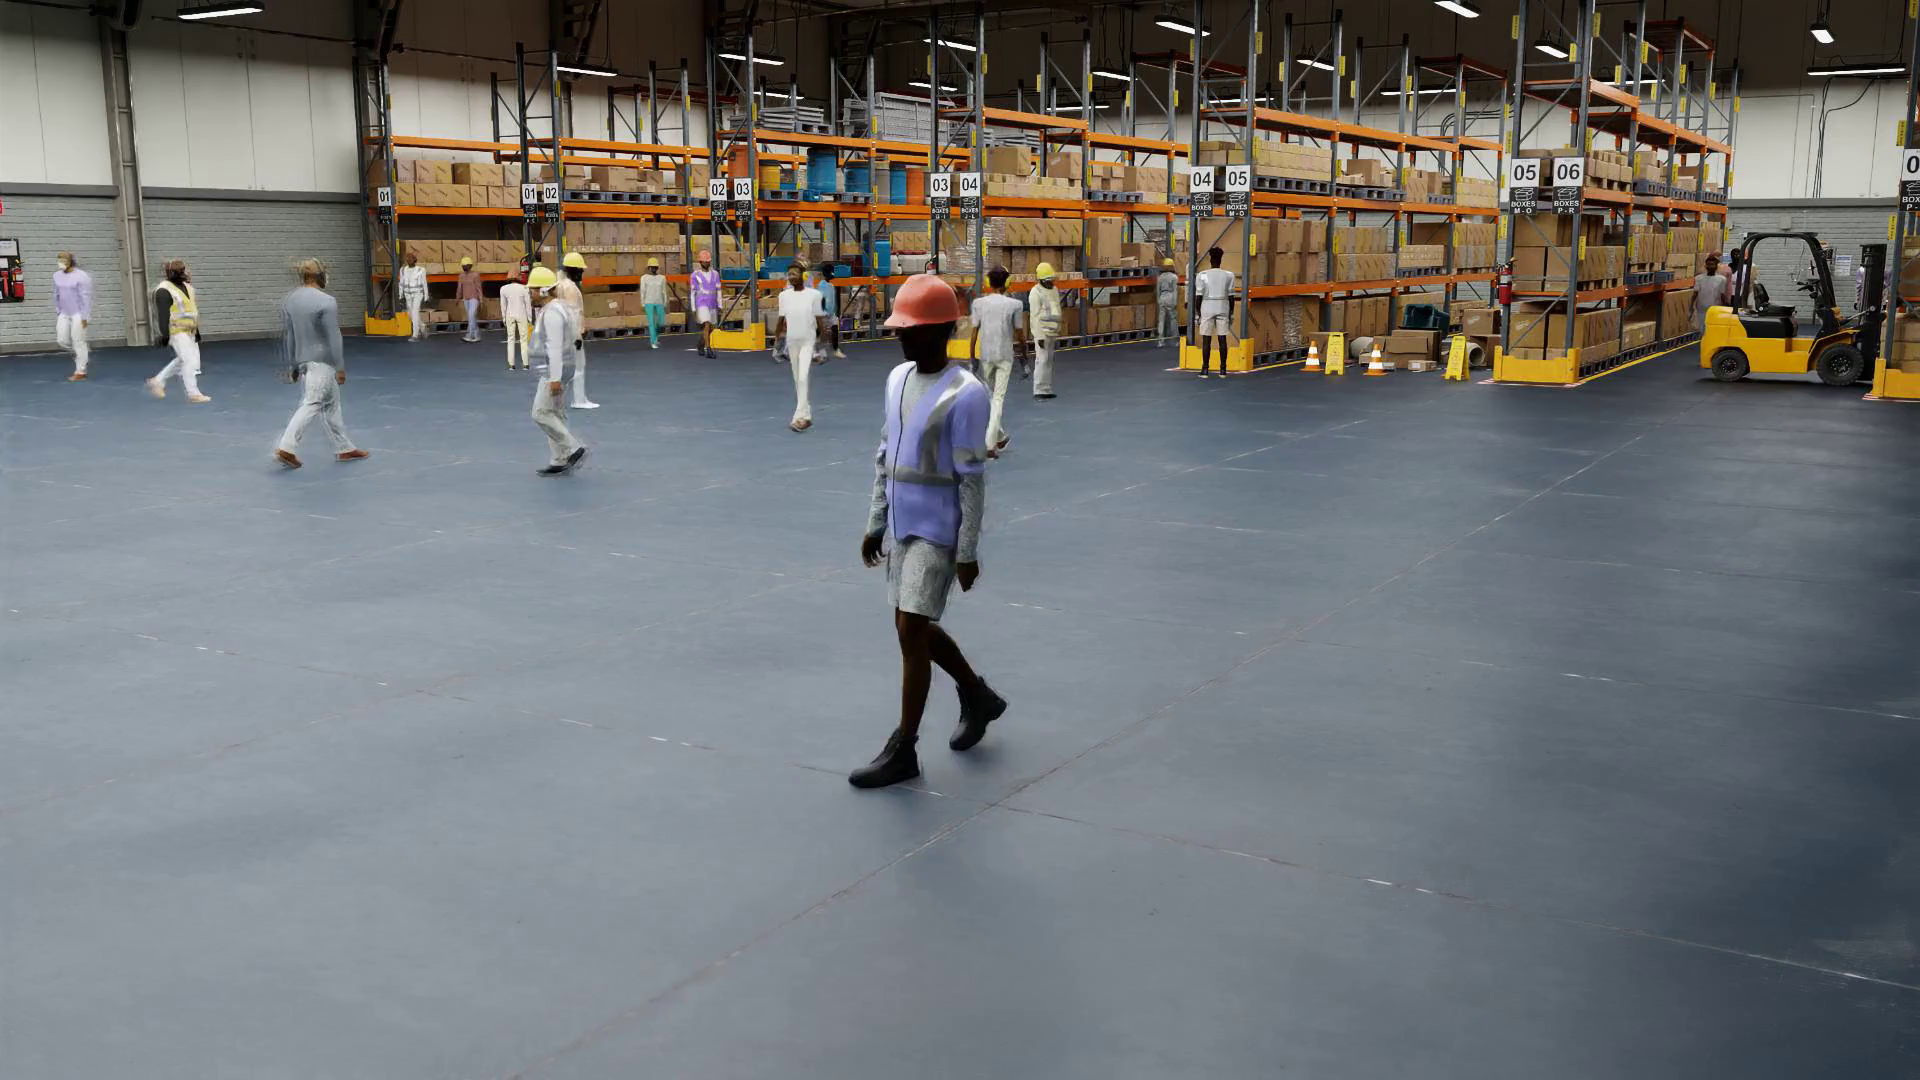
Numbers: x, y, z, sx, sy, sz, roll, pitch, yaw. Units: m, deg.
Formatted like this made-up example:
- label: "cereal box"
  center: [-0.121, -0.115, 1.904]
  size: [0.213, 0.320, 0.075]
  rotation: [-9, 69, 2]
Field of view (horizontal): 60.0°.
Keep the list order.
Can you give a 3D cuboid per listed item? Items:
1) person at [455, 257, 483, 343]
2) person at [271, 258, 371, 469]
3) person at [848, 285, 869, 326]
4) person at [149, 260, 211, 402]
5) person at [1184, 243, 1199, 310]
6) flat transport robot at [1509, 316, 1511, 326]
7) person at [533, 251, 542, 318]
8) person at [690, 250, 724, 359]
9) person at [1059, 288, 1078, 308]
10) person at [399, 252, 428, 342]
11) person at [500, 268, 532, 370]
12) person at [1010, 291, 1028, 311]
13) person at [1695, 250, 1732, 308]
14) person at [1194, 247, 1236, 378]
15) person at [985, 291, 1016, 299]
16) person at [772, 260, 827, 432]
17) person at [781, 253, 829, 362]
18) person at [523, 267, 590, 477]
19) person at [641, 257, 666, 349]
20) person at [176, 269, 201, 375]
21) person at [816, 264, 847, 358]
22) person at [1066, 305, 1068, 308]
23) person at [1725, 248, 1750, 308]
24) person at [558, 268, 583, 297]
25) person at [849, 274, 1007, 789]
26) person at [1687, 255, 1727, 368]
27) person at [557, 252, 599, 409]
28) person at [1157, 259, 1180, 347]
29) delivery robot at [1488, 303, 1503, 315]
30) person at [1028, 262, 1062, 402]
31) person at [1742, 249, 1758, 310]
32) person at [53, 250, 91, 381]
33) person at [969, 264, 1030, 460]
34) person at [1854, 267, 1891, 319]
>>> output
- label: "person"
  center: [-10.043, -4.879, 33.894]
  size: [0.546, 1.726, 0.864]
  rotation: [4, 11, 22]
- label: "person"
  center: [-5.868, -1.607, 15.093]
  size: [0.638, 1.898, 1.009]
  rotation: [8, 13, 37]
- label: "person"
  center: [-2.242, -5.578, 38.099]
  size: [0.540, 1.611, 0.714]
  rotation: [6, 12, 32]
- label: "person"
  center: [-10.029, -2.664, 21.236]
  size: [0.796, 1.821, 0.618]
  rotation: [1, 10, 3]
- label: "person"
  center: [4.361, -4.385, 30.288]
  size: [0.610, 2.037, 0.396]
  rotation: [7, 12, 33]
- label: "flat transport robot"
  center: [13.637, -5.354, 40.636]
  size: [0.652, 0.197, 1.431]
  rotation: [1, 10, 6]
- label: "person"
  center: [-9.389, -5.558, 37.376]
  size: [0.627, 1.847, 0.429]
  rotation: [1, 10, 7]
- label: "person"
  center: [-4.528, -4.181, 29.499]
  size: [0.546, 1.908, 0.881]
  rotation: [-7, 12, -35]
- label: "person"
  center: [2.321, -5.356, 35.682]
  size: [0.397, 2.044, 0.609]
  rotation: [-9, 14, -41]
- label: "person"
  center: [-11.267, -5.036, 34.434]
  size: [0.576, 1.858, 0.768]
  rotation: [3, 11, 17]
- label: "person"
  center: [-7.101, -3.539, 26.660]
  size: [0.497, 1.632, 0.289]
  rotation: [1, 10, 3]
- label: "person"
  center: [1.216, -5.134, 35.655]
  size: [0.514, 1.611, 0.732]
  rotation: [10, 14, 44]
- label: "person"
  center: [14.533, -4.639, 32.085]
  size: [0.670, 1.888, 0.477]
  rotation: [7, 12, 33]
- label: "person"
  center: [3.837, -3.422, 25.062]
  size: [0.613, 1.965, 0.361]
  rotation: [-1, 10, -3]
- label: "person"
  center: [0.790, -4.791, 32.843]
  size: [0.628, 1.933, 0.361]
  rotation: [0, 10, 3]
- label: "person"
  center: [-1.767, -2.064, 17.843]
  size: [0.547, 1.830, 0.914]
  rotation: [4, 11, 20]
- label: "person"
  center: [-2.701, -3.976, 28.499]
  size: [1.013, 1.863, 0.655]
  rotation: [5, 11, 25]
- label: "person"
  center: [-3.526, -1.436, 14.347]
  size: [0.420, 1.818, 0.622]
  rotation: [-2, 10, -13]
- label: "person"
  center: [-5.906, -4.565, 32.066]
  size: [0.531, 1.754, 0.431]
  rotation: [-5, 11, -28]
- label: "person"
  center: [-11.866, -3.336, 25.497]
  size: [0.512, 1.641, 0.309]
  rotation: [9, 13, 41]
- label: "person"
  center: [-2.419, -4.026, 29.303]
  size: [0.801, 1.658, 0.526]
  rotation: [4, 11, 23]
- label: "person"
  center: [2.402, -5.993, 39.459]
  size: [0.617, 1.971, 0.778]
  rotation: [5, 11, 25]
- label: "person"
  center: [15.286, -4.800, 32.912]
  size: [0.597, 1.920, 0.379]
  rotation: [7, 12, 34]
- label: "person"
  center: [-7.406, -4.531, 31.645]
  size: [0.529, 1.835, 0.510]
  rotation: [-8, 13, -39]
- label: "person"
  center: [-0.108, -0.053, 6.353]
  size: [0.804, 1.913, 0.561]
  rotation: [-7, 12, -33]
- label: "person"
  center: [12.329, -3.773, 27.417]
  size: [0.519, 1.836, 0.906]
  rotation: [9, 13, 41]
- label: "person"
  center: [-4.743, -2.545, 20.284]
  size: [0.536, 1.912, 0.614]
  rotation: [-4, 11, -20]
- label: "person"
  center: [4.113, -4.660, 32.687]
  size: [0.508, 1.707, 0.734]
  rotation: [7, 13, 36]
- label: "delivery robot"
  center: [12.878, -5.512, 40.459]
  size: [0.707, 0.478, 0.477]
  rotation: [-1, 10, -7]
- label: "person"
  center: [1.133, -2.657, 21.321]
  size: [0.407, 1.789, 0.735]
  rotation: [6, 12, 28]
- label: "person"
  center: [17.703, -5.618, 37.575]
  size: [0.596, 1.899, 0.649]
  rotation: [1, 10, 4]
- label: "person"
  center: [-13.081, -3.307, 24.555]
  size: [0.639, 1.919, 0.455]
  rotation: [3, 10, 15]
- label: "person"
  center: [0.392, -1.694, 15.793]
  size: [0.528, 1.813, 0.992]
  rotation: [3, 11, 18]
- label: "person"
  center: [17.285, -4.552, 31.537]
  size: [0.585, 1.921, 0.392]
  rotation: [6, 12, 30]
